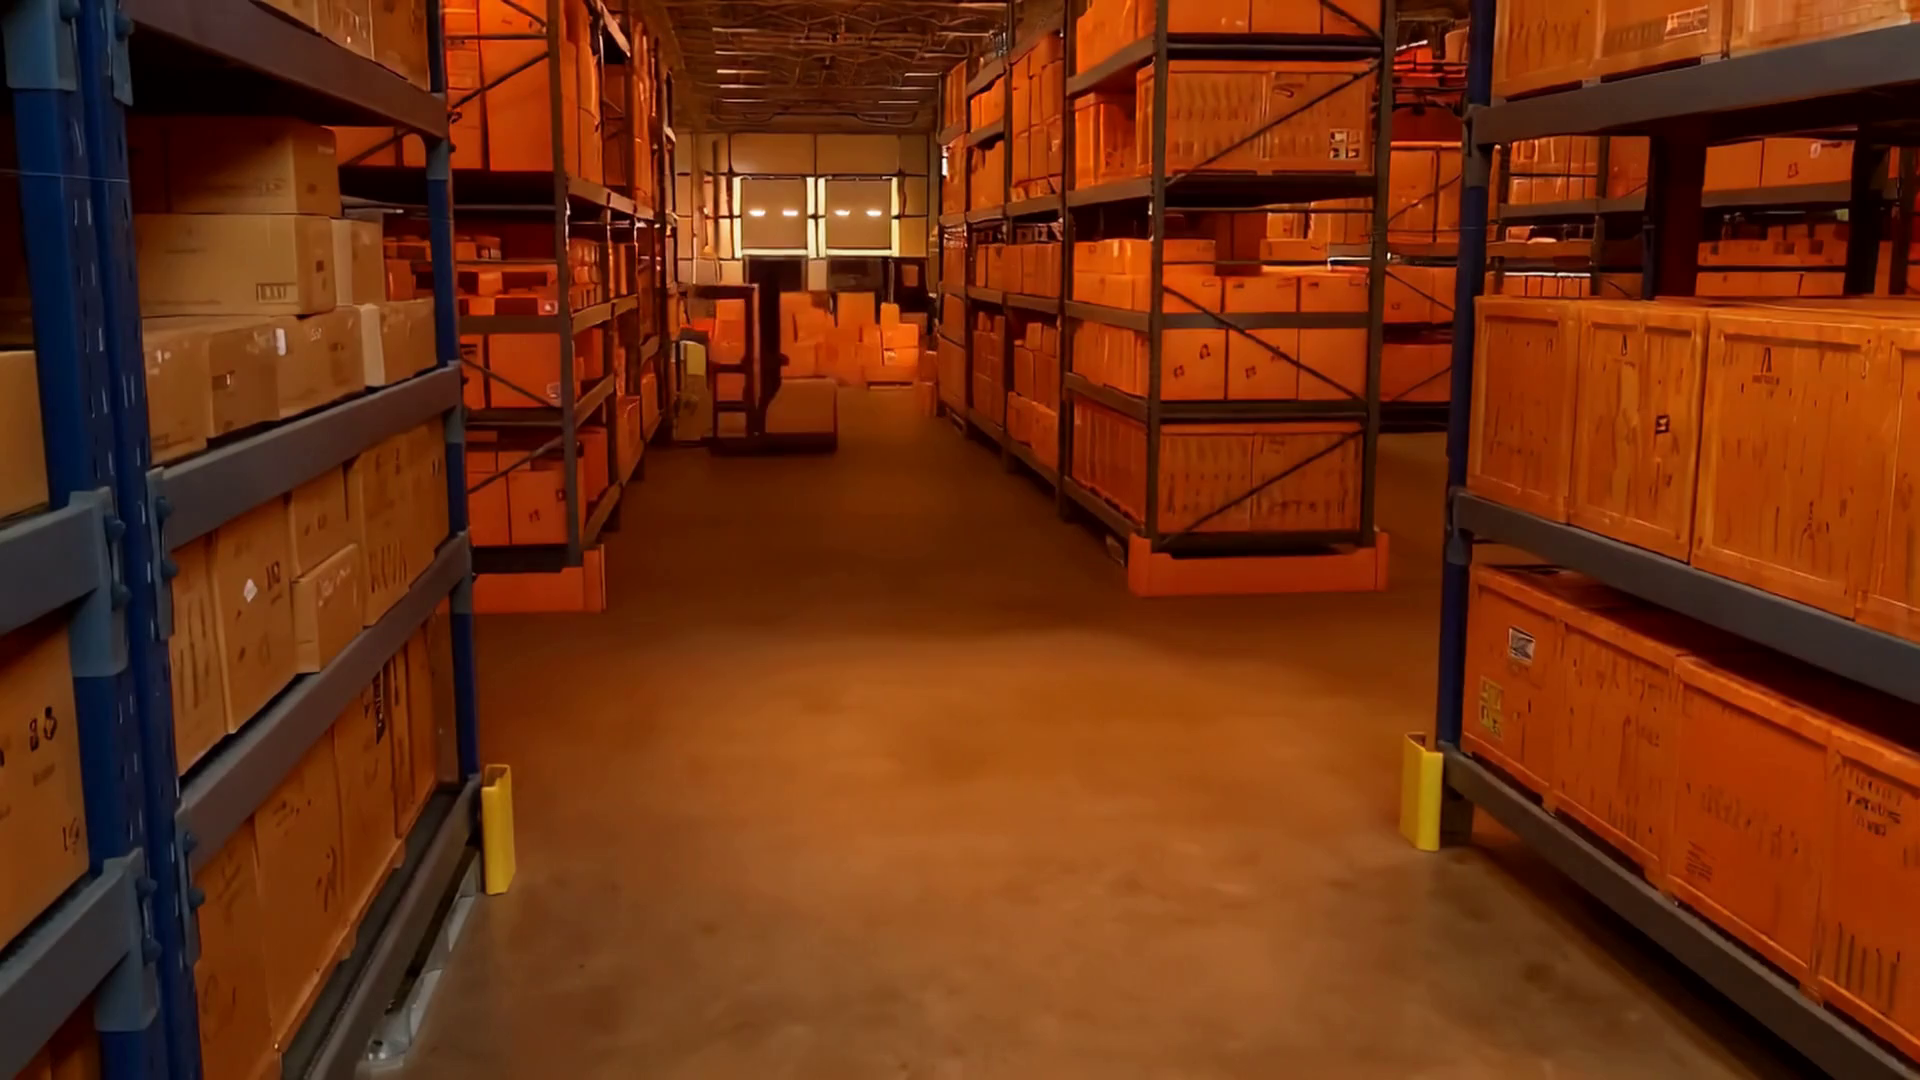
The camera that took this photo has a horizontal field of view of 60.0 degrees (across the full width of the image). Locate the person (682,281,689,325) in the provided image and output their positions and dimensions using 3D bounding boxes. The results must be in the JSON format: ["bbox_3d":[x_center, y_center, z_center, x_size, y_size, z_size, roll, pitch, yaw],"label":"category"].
[{"bbox_3d":[-9.884,-8.428,60.430,0.380,1.917,0.585,7,12,34],"label":"person"}]

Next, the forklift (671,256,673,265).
[{"bbox_3d":[-10.987,-9.066,61.344,1.129,2.768,1.873,-1,10,-7],"label":"forklift"}]

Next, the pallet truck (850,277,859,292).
[{"bbox_3d":[-3.782,-9.391,65.808,1.885,1.965,0.823,2,10,10],"label":"pallet truck"}]

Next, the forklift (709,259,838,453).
[{"bbox_3d":[-2.769,-2.732,24.472,1.873,2.768,1.129,-1,10,-7],"label":"forklift"}]

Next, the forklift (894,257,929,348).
[{"bbox_3d":[-1.574,-7.394,51.613,1.129,2.768,1.873,-1,10,-7],"label":"forklift"}]
